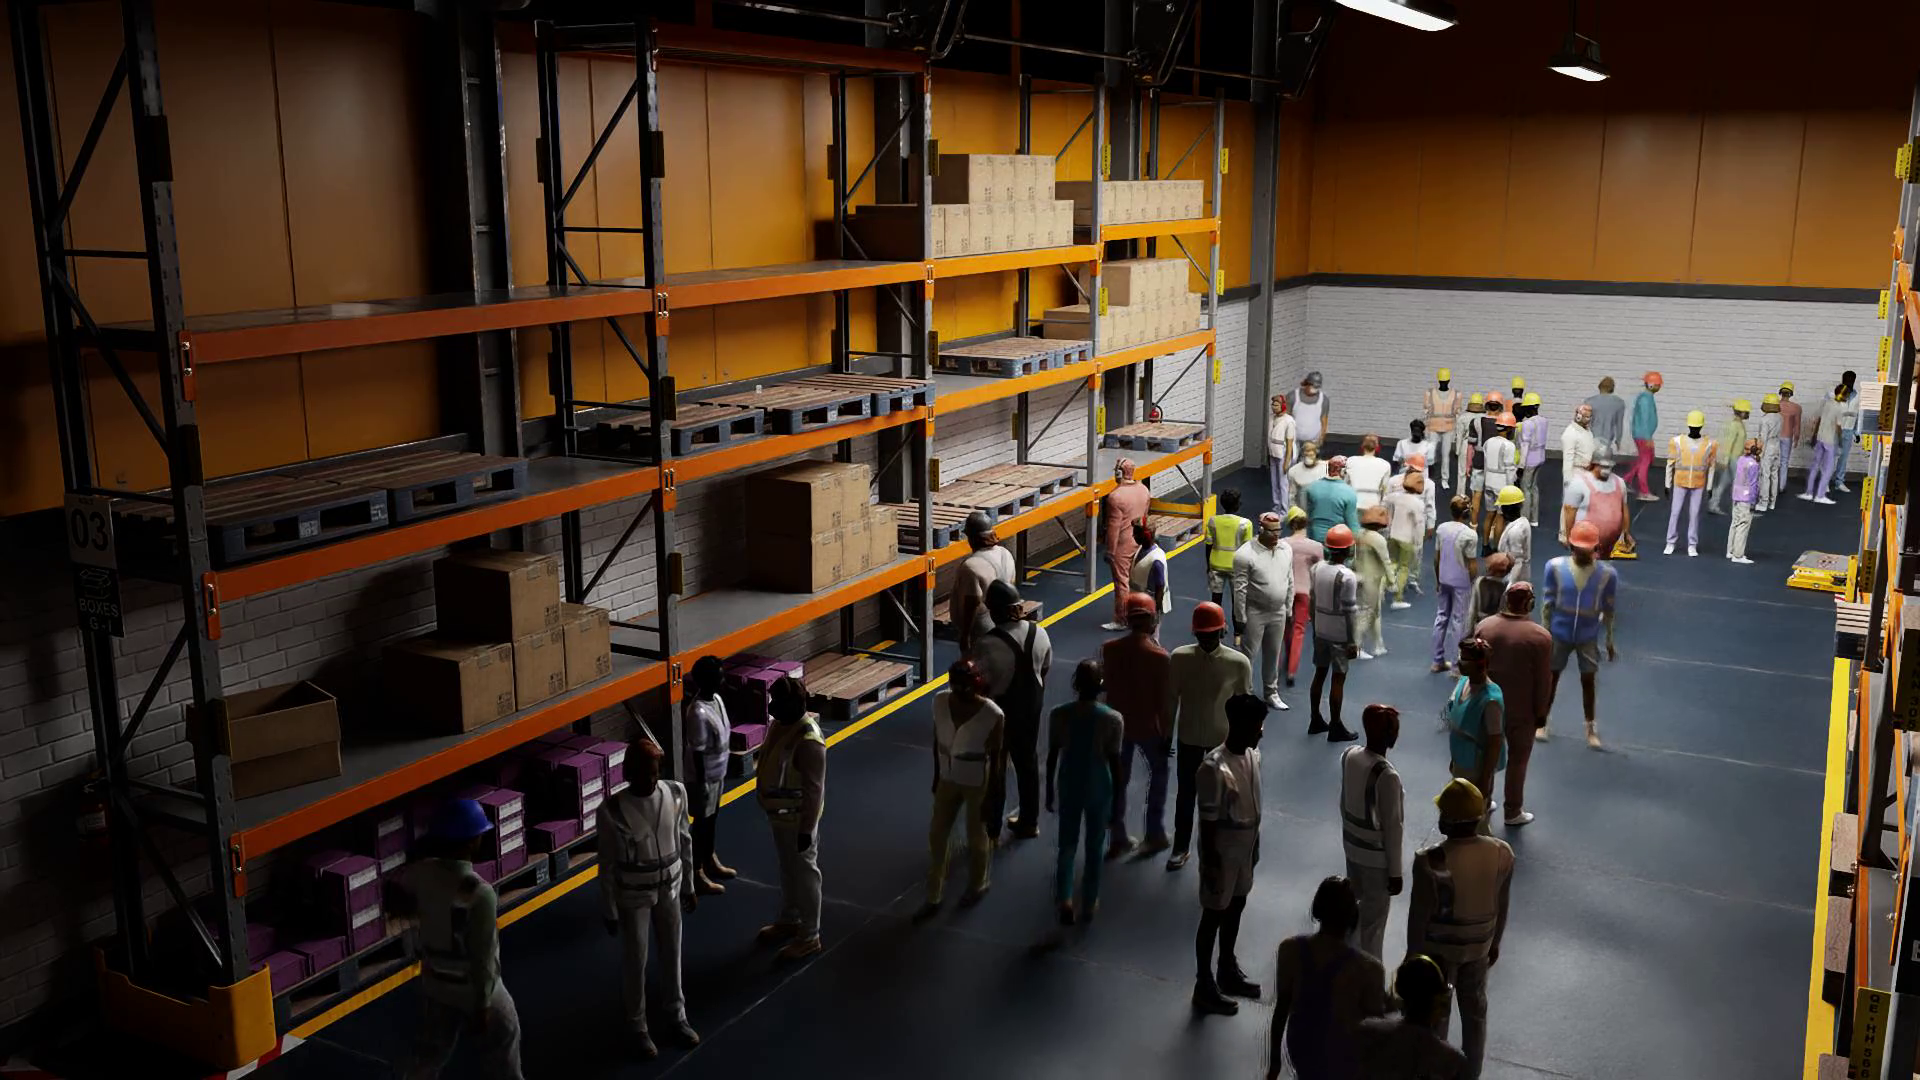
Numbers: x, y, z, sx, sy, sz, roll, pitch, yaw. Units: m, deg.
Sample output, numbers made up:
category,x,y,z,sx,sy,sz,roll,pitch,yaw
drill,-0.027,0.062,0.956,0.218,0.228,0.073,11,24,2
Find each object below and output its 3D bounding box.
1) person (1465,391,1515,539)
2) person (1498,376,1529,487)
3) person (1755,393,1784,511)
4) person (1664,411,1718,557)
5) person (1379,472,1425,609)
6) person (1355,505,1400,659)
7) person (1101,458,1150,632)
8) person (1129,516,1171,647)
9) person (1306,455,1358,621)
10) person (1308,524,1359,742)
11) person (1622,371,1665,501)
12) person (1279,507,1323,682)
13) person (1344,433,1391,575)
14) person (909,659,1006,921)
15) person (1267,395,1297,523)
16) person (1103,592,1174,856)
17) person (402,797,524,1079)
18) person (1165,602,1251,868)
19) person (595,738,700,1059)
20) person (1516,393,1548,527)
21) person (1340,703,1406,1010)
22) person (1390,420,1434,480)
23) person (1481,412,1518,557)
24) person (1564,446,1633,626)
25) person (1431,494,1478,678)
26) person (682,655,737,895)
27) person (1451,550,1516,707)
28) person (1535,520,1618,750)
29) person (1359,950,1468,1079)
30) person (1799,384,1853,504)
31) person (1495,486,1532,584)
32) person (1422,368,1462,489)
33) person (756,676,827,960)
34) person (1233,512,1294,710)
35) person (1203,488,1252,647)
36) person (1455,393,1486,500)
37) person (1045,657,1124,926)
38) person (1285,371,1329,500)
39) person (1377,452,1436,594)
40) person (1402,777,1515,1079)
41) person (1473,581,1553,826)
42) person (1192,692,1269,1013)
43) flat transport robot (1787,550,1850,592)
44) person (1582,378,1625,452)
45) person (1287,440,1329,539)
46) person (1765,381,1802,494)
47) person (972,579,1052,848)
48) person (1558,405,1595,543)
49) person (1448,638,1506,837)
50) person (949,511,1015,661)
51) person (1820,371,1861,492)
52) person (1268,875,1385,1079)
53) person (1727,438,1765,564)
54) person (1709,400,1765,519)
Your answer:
category,x,y,z,sx,sy,sz,roll,pitch,yaw
person,7.225,-1.017,22.704,0.617,2.028,0.410,4,13,16
person,8.423,-1.530,25.275,0.591,1.901,0.847,8,15,33
person,11.944,-1.305,24.623,0.485,1.744,0.309,-8,15,-32
person,9.503,-0.735,21.661,0.594,1.922,0.386,5,14,21
person,5.069,0.010,19.019,0.422,1.609,0.537,-6,14,-27
person,4.244,0.442,17.106,0.479,1.613,0.568,-2,13,-9
person,1.787,0.045,18.207,0.403,1.911,0.637,12,17,42
person,1.762,0.676,15.540,0.388,1.837,0.564,-2,13,-10
person,4.130,0.003,18.426,0.399,1.900,0.645,-12,17,-43
person,3.316,0.813,14.690,0.343,1.942,0.552,-7,14,-29
person,10.452,-1.589,25.353,0.530,1.980,0.645,7,14,27
person,3.316,0.523,16.515,0.528,1.700,0.910,3,13,15
person,4.941,-0.387,20.329,0.590,1.824,0.579,3,13,14
person,-0.022,1.676,11.126,0.592,1.804,0.833,8,15,31
person,4.593,-1.163,23.781,0.388,1.837,0.562,-4,13,-19
person,1.335,1.348,12.259,0.619,1.954,0.659,9,15,35
person,-2.578,2.237,8.440,0.604,1.908,0.954,8,15,33
person,1.759,1.405,11.922,0.622,1.993,0.382,4,13,17
person,-1.767,2.020,9.444,0.579,1.880,0.376,-10,16,-38
person,8.000,-1.108,23.366,0.394,1.913,0.590,11,17,42
person,2.484,1.891,10.002,0.355,1.882,0.576,-4,13,-17
person,6.147,-0.827,22.681,0.560,1.635,0.922,8,15,31
person,6.978,-0.691,21.476,0.388,1.926,0.549,-4,13,-19
person,7.132,-0.086,18.493,0.684,2.000,1.012,-3,13,-15
person,4.930,0.454,16.517,0.344,1.847,0.506,-8,15,-32
person,-1.764,1.623,11.635,0.319,1.694,0.535,2,13,8
person,4.763,0.901,15.043,0.635,1.621,0.526,-10,16,-38
person,5.369,0.810,14.500,0.618,2.041,0.409,4,13,17
person,1.843,2.604,6.926,0.911,1.839,0.517,-11,17,-40
person,13.124,-1.478,25.219,0.338,1.833,0.704,-2,13,-8
person,5.471,0.409,16.554,0.392,1.918,0.589,5,13,21
person,7.592,-1.758,26.236,0.592,1.925,0.385,3,13,13
person,-1.086,1.762,10.671,0.429,1.845,0.621,-6,14,-26
person,2.829,0.673,15.419,0.644,1.900,0.399,-6,14,-25
person,2.836,0.288,17.590,0.535,1.699,0.322,6,14,26
person,7.599,-1.310,24.674,0.494,1.730,0.324,1,13,5
person,0.800,1.698,11.001,0.537,1.824,0.634,3,13,14
person,5.253,-1.628,25.400,0.725,2.000,0.630,2,13,7
person,5.283,-0.202,19.728,0.683,1.729,0.385,7,14,28
person,2.646,2.152,8.934,0.591,1.837,0.403,-4,13,-16
person,4.266,1.251,12.864,0.394,1.892,0.640,-11,16,-40
person,1.631,1.853,10.008,0.384,1.956,0.611,10,16,38
flat transport robot,10.639,0.374,20.431,0.652,0.197,1.431,9,15,34
person,9.775,-1.551,25.461,0.664,1.862,1.032,0,13,2
person,4.179,-0.252,19.529,0.677,1.910,0.604,8,15,32
person,12.788,-1.597,25.915,0.532,1.754,0.340,6,14,25
person,0.323,1.267,12.434,0.681,2.000,0.535,-9,15,-34
person,8.329,-0.887,22.418,0.402,1.896,0.652,11,16,40
person,3.559,1.570,11.518,0.376,1.844,0.572,-1,13,-4
person,0.163,0.732,14.831,0.536,2.000,0.688,8,15,33
person,13.782,-1.703,26.024,0.589,1.914,0.392,0,13,-1
person,1.719,2.433,7.774,0.533,1.797,0.969,9,15,34
person,10.066,-0.508,21.313,0.319,1.631,0.524,1,13,4
person,11.265,-1.156,23.984,0.809,1.730,0.534,9,16,36
